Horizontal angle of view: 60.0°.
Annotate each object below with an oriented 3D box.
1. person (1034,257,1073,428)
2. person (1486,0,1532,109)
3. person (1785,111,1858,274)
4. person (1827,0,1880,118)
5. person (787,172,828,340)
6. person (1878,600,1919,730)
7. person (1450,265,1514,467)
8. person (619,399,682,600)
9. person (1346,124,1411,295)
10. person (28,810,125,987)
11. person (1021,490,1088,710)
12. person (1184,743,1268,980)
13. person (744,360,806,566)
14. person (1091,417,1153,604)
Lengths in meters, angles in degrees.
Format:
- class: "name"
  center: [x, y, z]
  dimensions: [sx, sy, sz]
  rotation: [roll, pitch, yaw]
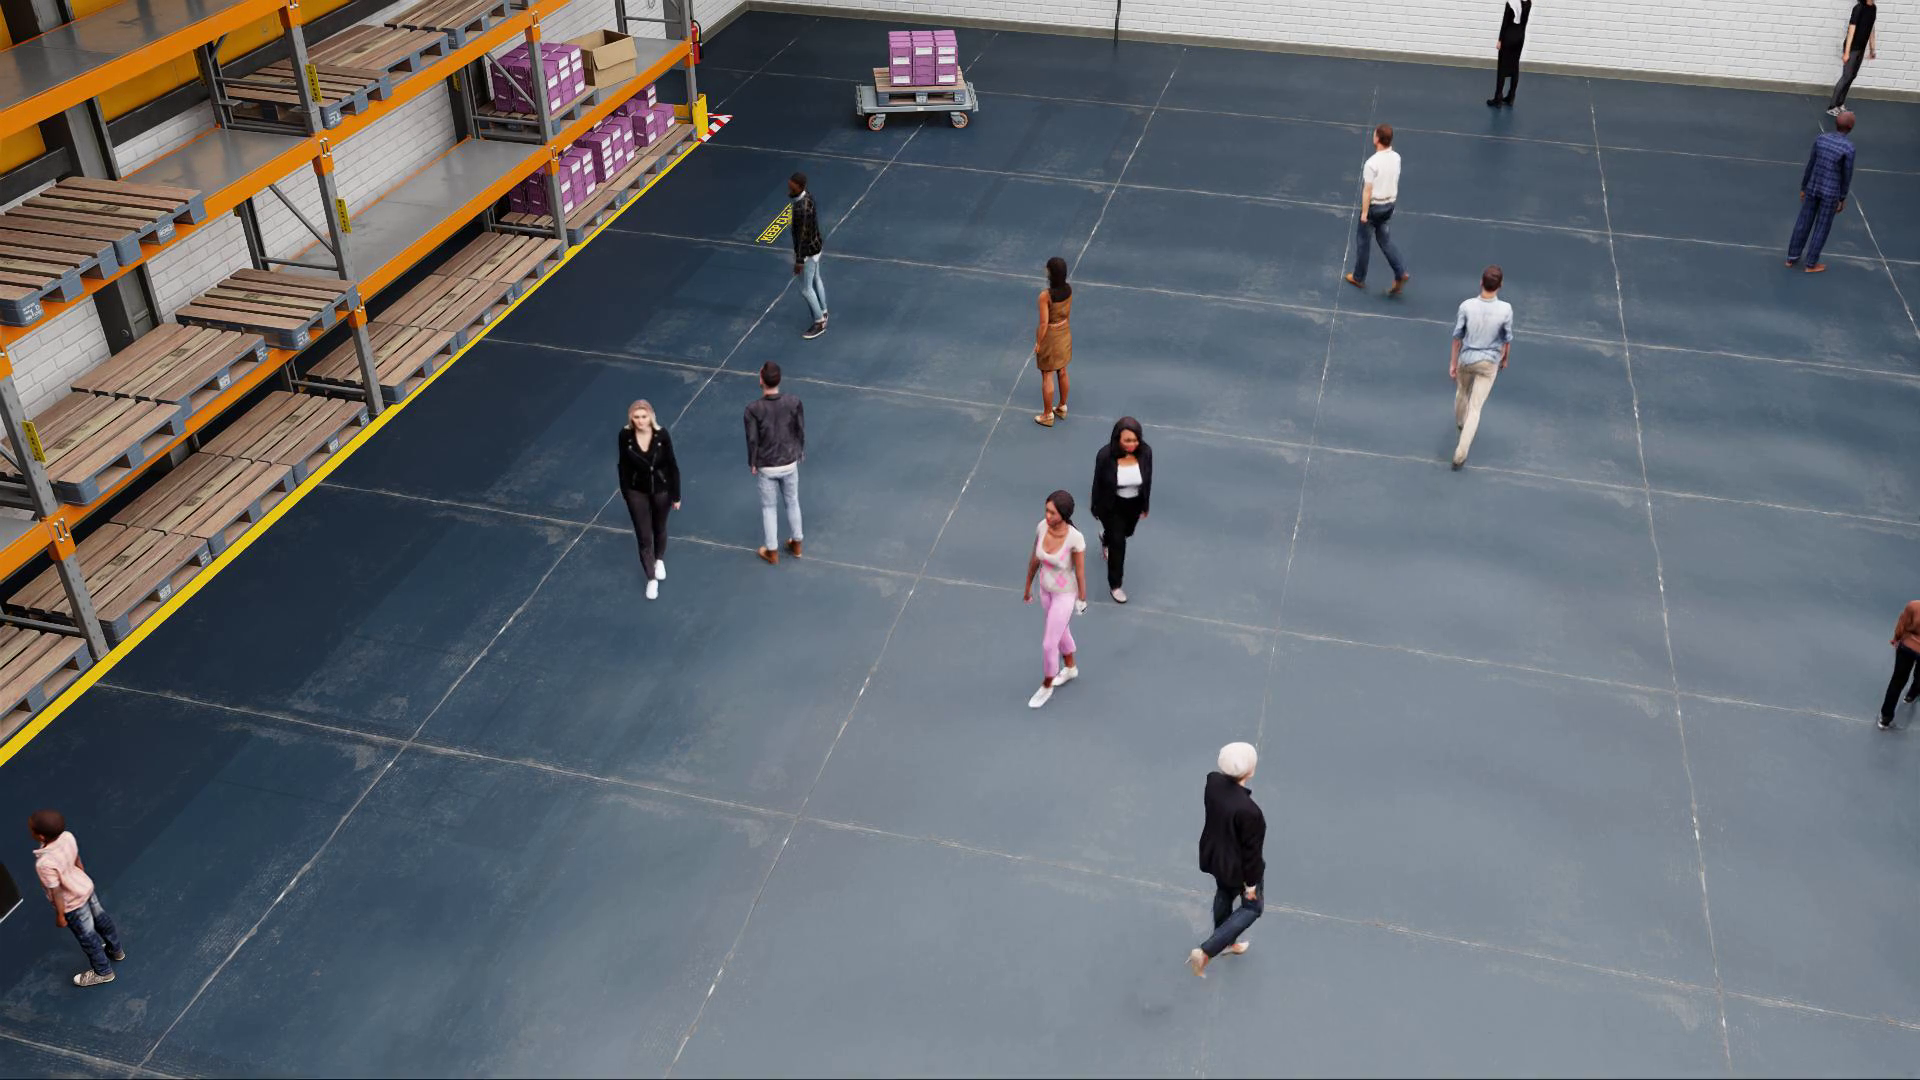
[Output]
- class: "person"
  center: [0.876, -1.862, 15.566]
  dimensions: [0.600, 1.690, 0.706]
  rotation: [-29, 43, -36]
- class: "person"
  center: [7.665, -6.902, 23.071]
  dimensions: [0.678, 1.776, 0.720]
  rotation: [-14, 36, -20]
- class: "person"
  center: [9.600, -3.876, 18.481]
  dimensions: [0.795, 1.818, 0.757]
  rotation: [-22, 39, -29]
- class: "person"
  center: [12.286, -6.787, 22.848]
  dimensions: [0.737, 1.831, 0.814]
  rotation: [-22, 39, -29]
- class: "person"
  center: [-1.529, -3.007, 17.193]
  dimensions: [0.948, 1.796, 0.625]
  rotation: [6, 34, 9]
- class: "person"
  center: [6.852, 0.831, 11.932]
  dimensions: [0.698, 1.228, 0.897]
  rotation: [20, 38, 27]
- class: "person"
  center: [4.651, -1.532, 14.972]
  dimensions: [0.833, 1.798, 1.267]
  rotation: [16, 37, 22]
- class: "person"
  center: [-2.502, -0.425, 13.421]
  dimensions: [0.841, 1.672, 0.950]
  rotation: [-7, 34, -10]
- class: "person"
  center: [4.591, -3.540, 17.959]
  dimensions: [1.090, 1.835, 1.149]
  rotation: [-20, 38, -27]
- class: "person"
  center: [-5.291, 2.116, 9.928]
  dimensions: [0.613, 1.307, 0.478]
  rotation: [0, 34, 0]
- class: "person"
  center: [0.779, 0.367, 12.186]
  dimensions: [0.947, 1.718, 0.825]
  rotation: [-29, 43, -36]
- class: "person"
  center: [1.582, 1.917, 9.768]
  dimensions: [0.945, 1.777, 0.978]
  rotation: [-17, 37, -24]
- class: "person"
  center: [-1.492, -0.629, 13.579]
  dimensions: [0.730, 1.837, 0.779]
  rotation: [-16, 37, -23]
- class: "person"
  center: [1.271, -0.331, 13.354]
  dimensions: [0.991, 1.588, 1.129]
  rotation: [-12, 35, -17]
